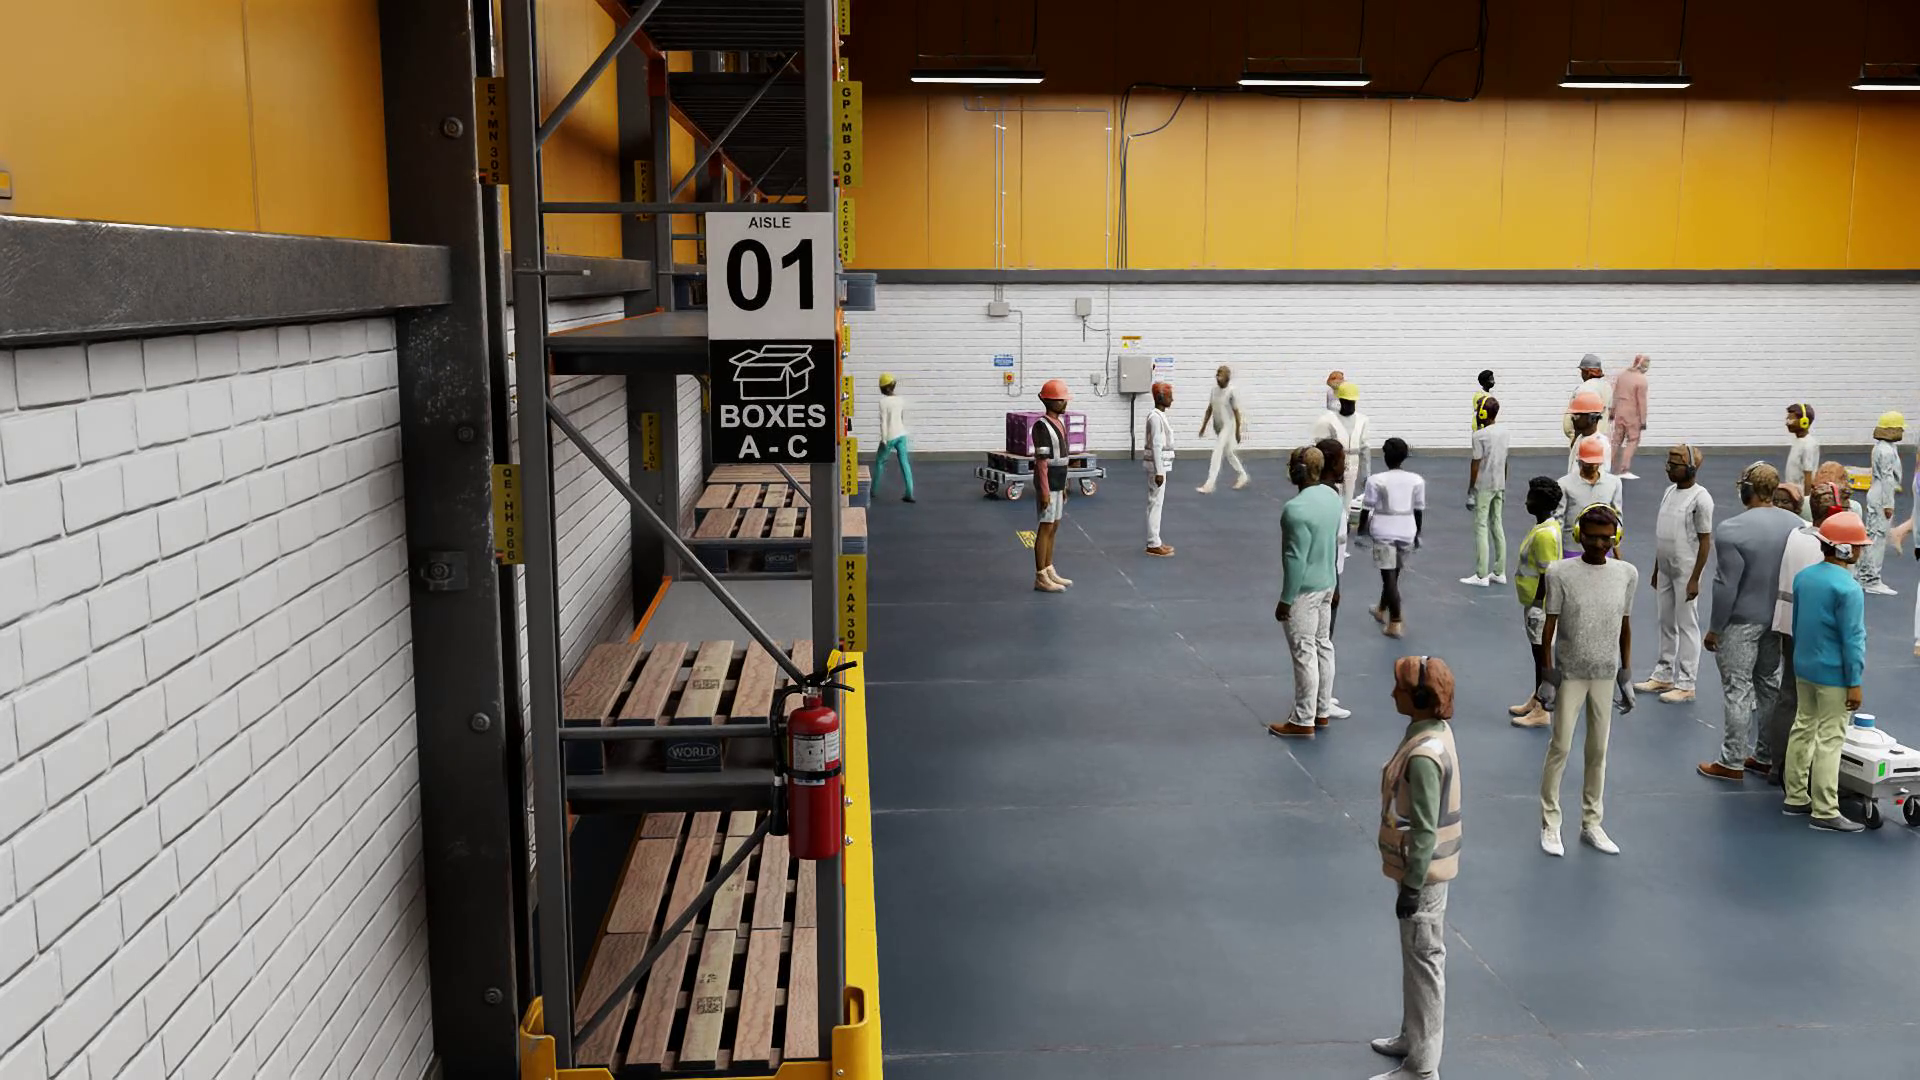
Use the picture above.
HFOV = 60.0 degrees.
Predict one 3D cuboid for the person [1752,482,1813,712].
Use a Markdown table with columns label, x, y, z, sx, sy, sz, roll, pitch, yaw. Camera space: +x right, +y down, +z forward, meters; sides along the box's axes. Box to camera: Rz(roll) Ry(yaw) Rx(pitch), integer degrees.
| label | x | y | z | sx | sy | sz | roll | pitch | yaw |
| --- | --- | --- | --- | --- | --- | --- | --- | --- | --- |
| person | 5.587 | 0.418 | 11.346 | 0.515 | 1.641 | 0.314 | 8 | 12 | 40 |

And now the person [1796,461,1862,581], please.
| label | x | y | z | sx | sy | sz | roll | pitch | yaw |
| --- | --- | --- | --- | --- | --- | --- | --- | --- | --- |
| person | 6.565 | 0.213 | 12.655 | 0.502 | 1.633 | 0.280 | 7 | 11 | 36 |

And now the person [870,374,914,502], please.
| label | x | y | z | sx | sy | sz | roll | pitch | yaw |
| --- | --- | --- | --- | --- | --- | --- | --- | --- | --- |
| person | -0.962 | -1.372 | 22.358 | 0.933 | 1.705 | 0.560 | 8 | 12 | 41 |

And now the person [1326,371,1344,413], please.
| label | x | y | z | sx | sy | sz | roll | pitch | yaw |
| --- | --- | --- | --- | --- | --- | --- | --- | --- | --- |
| person | 5.512 | -1.672 | 24.489 | 0.279 | 1.634 | 0.499 | 4 | 10 | 22 |

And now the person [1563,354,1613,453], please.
| label | x | y | z | sx | sy | sz | roll | pitch | yaw |
| --- | --- | --- | --- | --- | --- | --- | --- | --- | --- |
| person | 8.008 | -1.373 | 21.340 | 0.688 | 2.000 | 0.539 | -8 | 12 | -41 |

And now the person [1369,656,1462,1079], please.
| label | x | y | z | sx | sy | sz | roll | pitch | yaw |
| --- | --- | --- | --- | --- | --- | --- | --- | --- | --- |
| person | 1.713 | 1.235 | 6.220 | 0.307 | 1.640 | 0.520 | 3 | 9 | 16 |

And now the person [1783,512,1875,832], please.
| label | x | y | z | sx | sy | sz | roll | pitch | yaw |
| --- | --- | --- | --- | --- | --- | --- | --- | --- | --- |
| person | 4.788 | 0.712 | 9.141 | 0.330 | 1.751 | 0.563 | -1 | 9 | -4 |

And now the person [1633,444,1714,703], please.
| label | x | y | z | sx | sy | sz | roll | pitch | yaw |
| --- | --- | --- | --- | --- | --- | --- | --- | --- | --- |
| person | 5.112 | 0.236 | 11.850 | 0.346 | 1.846 | 0.506 | -2 | 9 | -12 |

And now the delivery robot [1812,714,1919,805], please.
| label | x | y | z | sx | sy | sz | roll | pitch | yaw |
| --- | --- | --- | --- | --- | --- | --- | --- | --- | --- |
| delivery robot | 5.084 | 1.226 | 9.378 | 0.477 | 0.478 | 0.707 | -2 | 9 | -11 |

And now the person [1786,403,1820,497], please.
| label | x | y | z | sx | sy | sz | roll | pitch | yaw |
| --- | --- | --- | --- | --- | --- | --- | --- | --- | --- |
| person | 7.807 | -0.343 | 15.454 | 0.329 | 1.858 | 0.518 | 3 | 10 | 18 |

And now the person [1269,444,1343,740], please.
| label | x | y | z | sx | sy | sz | roll | pitch | yaw |
| --- | --- | --- | --- | --- | --- | --- | --- | --- | --- |
| person | 2.270 | 0.338 | 10.912 | 0.370 | 1.940 | 0.627 | 7 | 11 | 37 |

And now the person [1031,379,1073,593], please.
| label | x | y | z | sx | sy | sz | roll | pitch | yaw |
| --- | --- | --- | --- | --- | --- | --- | --- | --- | --- |
| person | 0.898 | -0.524 | 15.997 | 0.372 | 2.044 | 0.607 | 3 | 10 | 19 |

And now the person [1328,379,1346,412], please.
| label | x | y | z | sx | sy | sz | roll | pitch | yaw |
| --- | --- | --- | --- | --- | --- | --- | --- | --- | --- |
| person | 5.108 | -1.341 | 22.388 | 0.314 | 1.640 | 0.516 | 8 | 12 | 41 |

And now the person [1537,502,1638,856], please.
| label | x | y | z | sx | sy | sz | roll | pitch | yaw |
| --- | --- | --- | --- | --- | --- | --- | --- | --- | --- |
| person | 3.284 | 0.727 | 8.708 | 0.513 | 1.865 | 0.328 | -1 | 9 | -4 |

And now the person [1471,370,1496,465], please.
| label | x | y | z | sx | sy | sz | roll | pitch | yaw |
| --- | --- | --- | --- | --- | --- | --- | --- | --- | --- |
| person | 7.446 | -1.568 | 23.633 | 0.318 | 1.700 | 0.535 | 6 | 11 | 35 |

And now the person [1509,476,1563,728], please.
| label | x | y | z | sx | sy | sz | roll | pitch | yaw |
| --- | --- | --- | --- | --- | --- | --- | --- | --- | --- |
| person | 3.896 | 0.414 | 11.194 | 0.319 | 1.696 | 0.532 | 3 | 9 | 17 |

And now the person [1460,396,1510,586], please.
| label | x | y | z | sx | sy | sz | roll | pitch | yaw |
| --- | --- | --- | --- | --- | --- | --- | --- | --- | --- |
| person | 5.169 | -0.479 | 16.309 | 0.503 | 1.861 | 0.332 | -6 | 11 | -32 |

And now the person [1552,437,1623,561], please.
| label | x | y | z | sx | sy | sz | roll | pitch | yaw |
| --- | --- | --- | --- | --- | --- | --- | --- | --- | --- |
| person | 5.089 | 0.027 | 13.502 | 0.569 | 1.738 | 0.352 | 0 | 9 | 2 |

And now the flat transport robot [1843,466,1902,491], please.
| label | x | y | z | sx | sy | sz | roll | pitch | yaw |
| --- | --- | --- | --- | --- | --- | --- | --- | --- | --- |
| flat transport robot | 13.045 | -0.883 | 23.800 | 0.652 | 0.197 | 1.431 | 4 | 10 | 24 |

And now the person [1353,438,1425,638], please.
| label | x | y | z | sx | sy | sz | roll | pitch | yaw |
| --- | --- | --- | --- | --- | --- | --- | --- | --- | --- |
| person | 3.620 | -0.043 | 14.149 | 0.552 | 1.654 | 0.835 | -2 | 9 | -14 |

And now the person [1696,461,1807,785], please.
| label | x | y | z | sx | sy | sz | roll | pitch | yaw |
| --- | --- | --- | --- | --- | --- | --- | --- | --- | --- |
| person | 4.721 | 0.494 | 9.935 | 0.632 | 1.940 | 0.372 | -3 | 10 | -21 |

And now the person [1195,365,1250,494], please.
| label | x | y | z | sx | sy | sz | roll | pitch | yaw |
| --- | --- | --- | --- | --- | --- | --- | --- | --- | --- |
| person | 3.729 | -1.553 | 23.261 | 0.983 | 1.801 | 0.519 | -5 | 10 | -28 |

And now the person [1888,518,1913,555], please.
| label | x | y | z | sx | sy | sz | roll | pitch | yaw |
| --- | --- | --- | --- | --- | --- | --- | --- | --- | --- |
| person | 10.229 | -0.644 | 17.471 | 0.519 | 1.821 | 0.832 | -7 | 12 | -39 |

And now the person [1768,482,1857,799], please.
| label | x | y | z | sx | sy | sz | roll | pitch | yaw |
| --- | --- | --- | --- | --- | --- | --- | --- | --- | --- |
| person | 4.965 | 0.578 | 9.698 | 0.375 | 1.843 | 0.575 | -2 | 9 | -11 |

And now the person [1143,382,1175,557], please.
| label | x | y | z | sx | sy | sz | roll | pitch | yaw |
| --- | --- | --- | --- | --- | --- | --- | --- | --- | --- |
| person | 2.163 | -0.766 | 18.027 | 0.355 | 1.882 | 0.576 | 1 | 9 | 8 |

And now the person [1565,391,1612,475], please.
| label | x | y | z | sx | sy | sz | roll | pitch | yaw |
| --- | --- | --- | --- | --- | --- | --- | --- | --- | --- |
| person | 5.354 | -0.257 | 14.318 | 0.372 | 2.042 | 0.615 | 0 | 9 | 1 |

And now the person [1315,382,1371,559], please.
| label | x | y | z | sx | sy | sz | roll | pitch | yaw |
| --- | --- | --- | --- | --- | --- | --- | --- | --- | --- |
| person | 4.090 | -0.737 | 17.758 | 0.601 | 1.910 | 0.468 | -3 | 10 | -19 |

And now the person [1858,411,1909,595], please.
| label | x | y | z | sx | sy | sz | roll | pitch | yaw |
| --- | --- | --- | --- | --- | --- | --- | --- | --- | --- |
| person | 8.842 | -0.360 | 15.905 | 0.296 | 1.744 | 0.484 | 3 | 9 | 17 |

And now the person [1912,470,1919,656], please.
| label | x | y | z | sx | sy | sz | roll | pitch | yaw |
| --- | --- | --- | --- | --- | --- | --- | --- | --- | --- |
| person | 7.801 | 0.049 | 13.074 | 0.429 | 1.837 | 0.623 | -5 | 10 | -27 |

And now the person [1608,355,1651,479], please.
| label | x | y | z | sx | sy | sz | roll | pitch | yaw |
| --- | --- | --- | --- | --- | --- | --- | --- | --- | --- |
| person | 9.963 | -1.838 | 24.828 | 0.462 | 1.865 | 0.792 | -3 | 9 | -16 |
